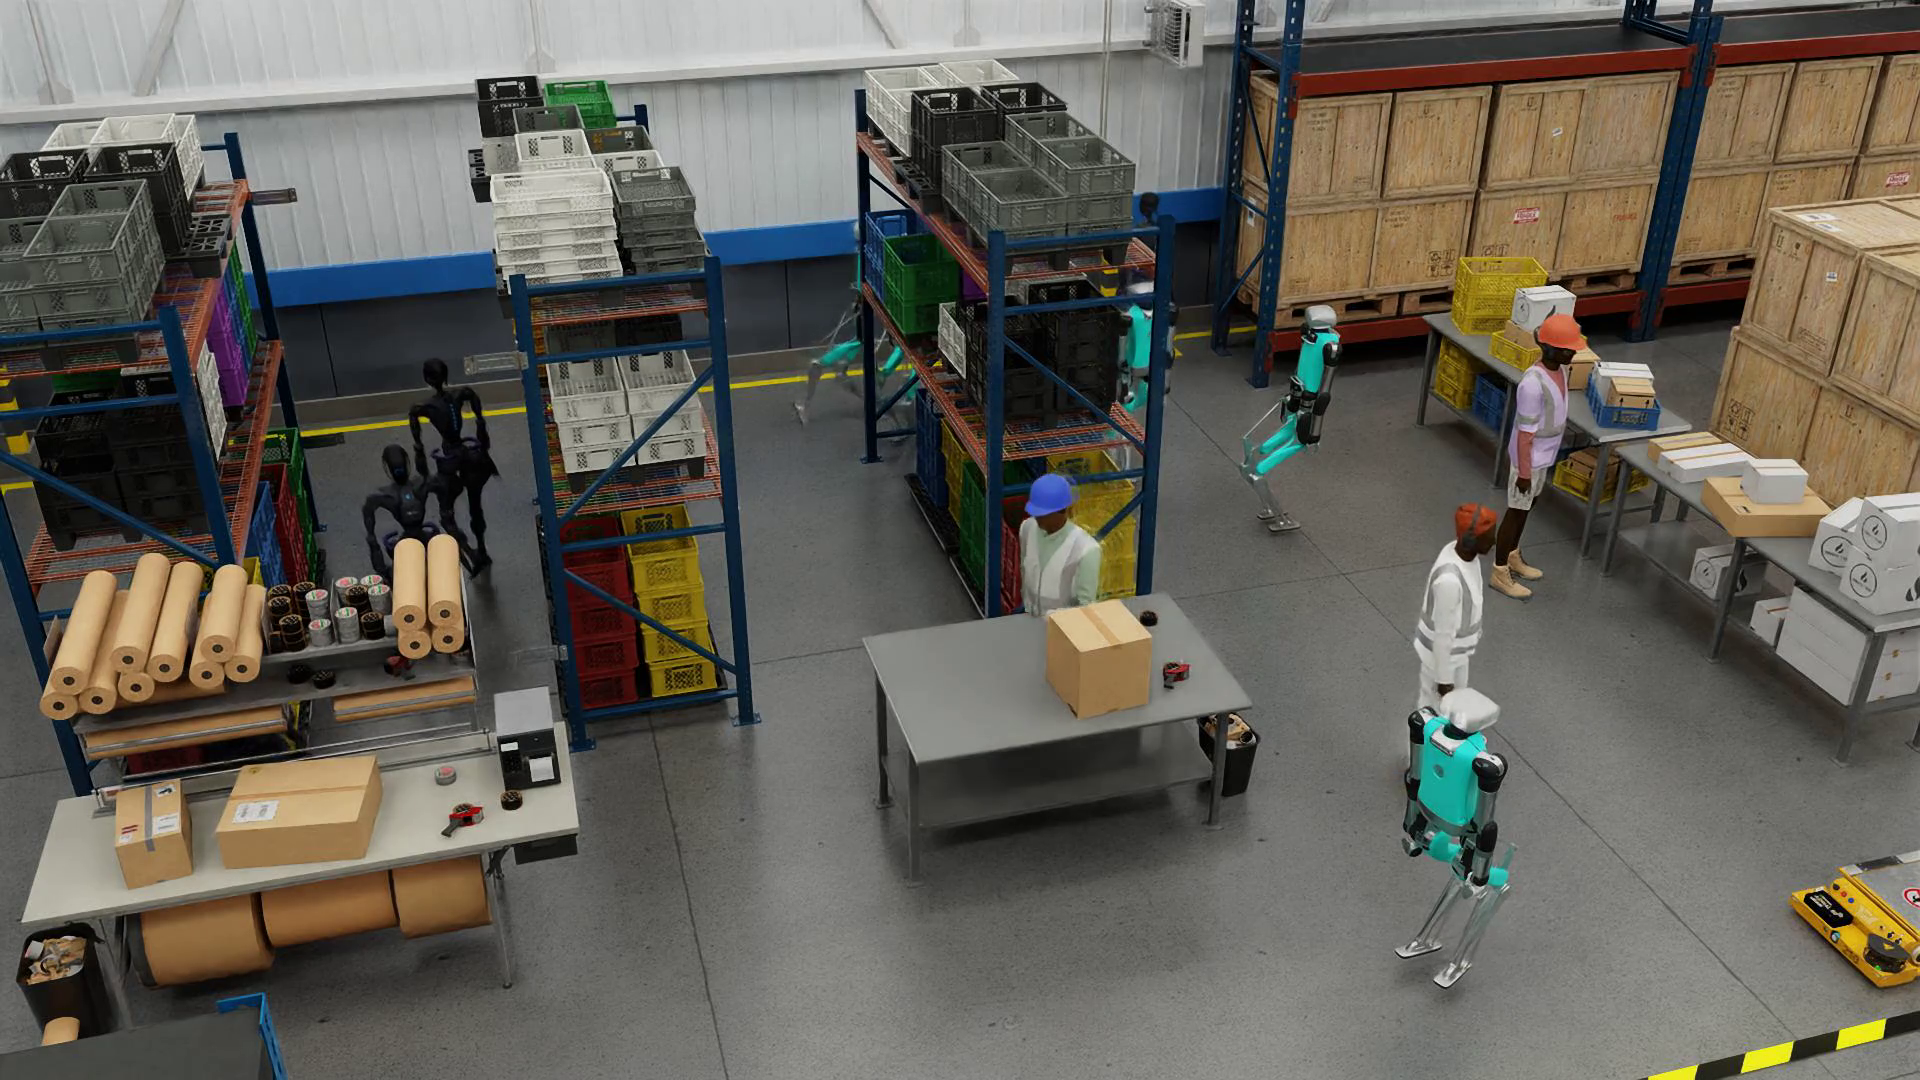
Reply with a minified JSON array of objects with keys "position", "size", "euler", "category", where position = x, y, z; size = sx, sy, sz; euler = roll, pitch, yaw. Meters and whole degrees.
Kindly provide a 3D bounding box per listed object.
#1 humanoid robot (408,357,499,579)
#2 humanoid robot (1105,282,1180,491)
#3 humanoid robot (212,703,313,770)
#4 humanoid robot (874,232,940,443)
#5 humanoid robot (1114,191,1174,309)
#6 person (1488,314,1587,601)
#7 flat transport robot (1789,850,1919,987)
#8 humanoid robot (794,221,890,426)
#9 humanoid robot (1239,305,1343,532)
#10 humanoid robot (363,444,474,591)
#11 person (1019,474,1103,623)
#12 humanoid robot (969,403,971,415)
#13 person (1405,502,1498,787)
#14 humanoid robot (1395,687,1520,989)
[{"position":[-3.477,-0.504,11.617],"size":[0.498,1.643,0.593],"euler":[24,37,37],"category":"humanoid robot"},{"position":[1.286,-1.176,12.835],"size":[0.539,1.841,0.746],"euler":[-12,31,-21],"category":"humanoid robot"},{"position":[-3.678,1.120,8.659],"size":[0.402,1.649,0.584],"euler":[6,29,11],"category":"humanoid robot"},{"position":[-0.481,-1.540,13.528],"size":[0.548,1.850,0.793],"euler":[21,35,33],"category":"humanoid robot"},{"position":[1.660,-2.278,14.844],"size":[0.608,1.657,0.345],"euler":[-14,32,-24],"category":"humanoid robot"},{"position":[3.946,-0.579,11.376],"size":[0.367,2.044,0.607],"euler":[17,33,29],"category":"person"},{"position":[5.163,1.916,8.676],"size":[1.431,0.231,0.659],"euler":[-8,30,-14],"category":"flat transport robot"},{"position":[-1.059,-1.799,13.940],"size":[0.970,1.766,0.570],"euler":[-4,29,-7],"category":"humanoid robot"},{"position":[2.338,-0.871,12.120],"size":[0.732,1.693,0.532],"euler":[-6,29,-10],"category":"humanoid robot"},{"position":[-3.438,0.095,10.540],"size":[0.598,1.638,0.577],"euler":[-17,33,-28],"category":"humanoid robot"},{"position":[0.548,0.478,9.605],"size":[0.615,1.899,0.996],"euler":[23,36,35],"category":"person"},{"position":[0.189,-1.807,13.981],"size":[0.331,1.657,0.601],"euler":[-1,29,-2],"category":"humanoid robot"},{"position":[2.752,0.634,9.346],"size":[0.371,1.878,0.593],"euler":[15,32,25],"category":"person"},{"position":[2.469,1.385,7.980],"size":[0.735,1.674,0.533],"euler":[-17,33,-27],"category":"humanoid robot"}]
